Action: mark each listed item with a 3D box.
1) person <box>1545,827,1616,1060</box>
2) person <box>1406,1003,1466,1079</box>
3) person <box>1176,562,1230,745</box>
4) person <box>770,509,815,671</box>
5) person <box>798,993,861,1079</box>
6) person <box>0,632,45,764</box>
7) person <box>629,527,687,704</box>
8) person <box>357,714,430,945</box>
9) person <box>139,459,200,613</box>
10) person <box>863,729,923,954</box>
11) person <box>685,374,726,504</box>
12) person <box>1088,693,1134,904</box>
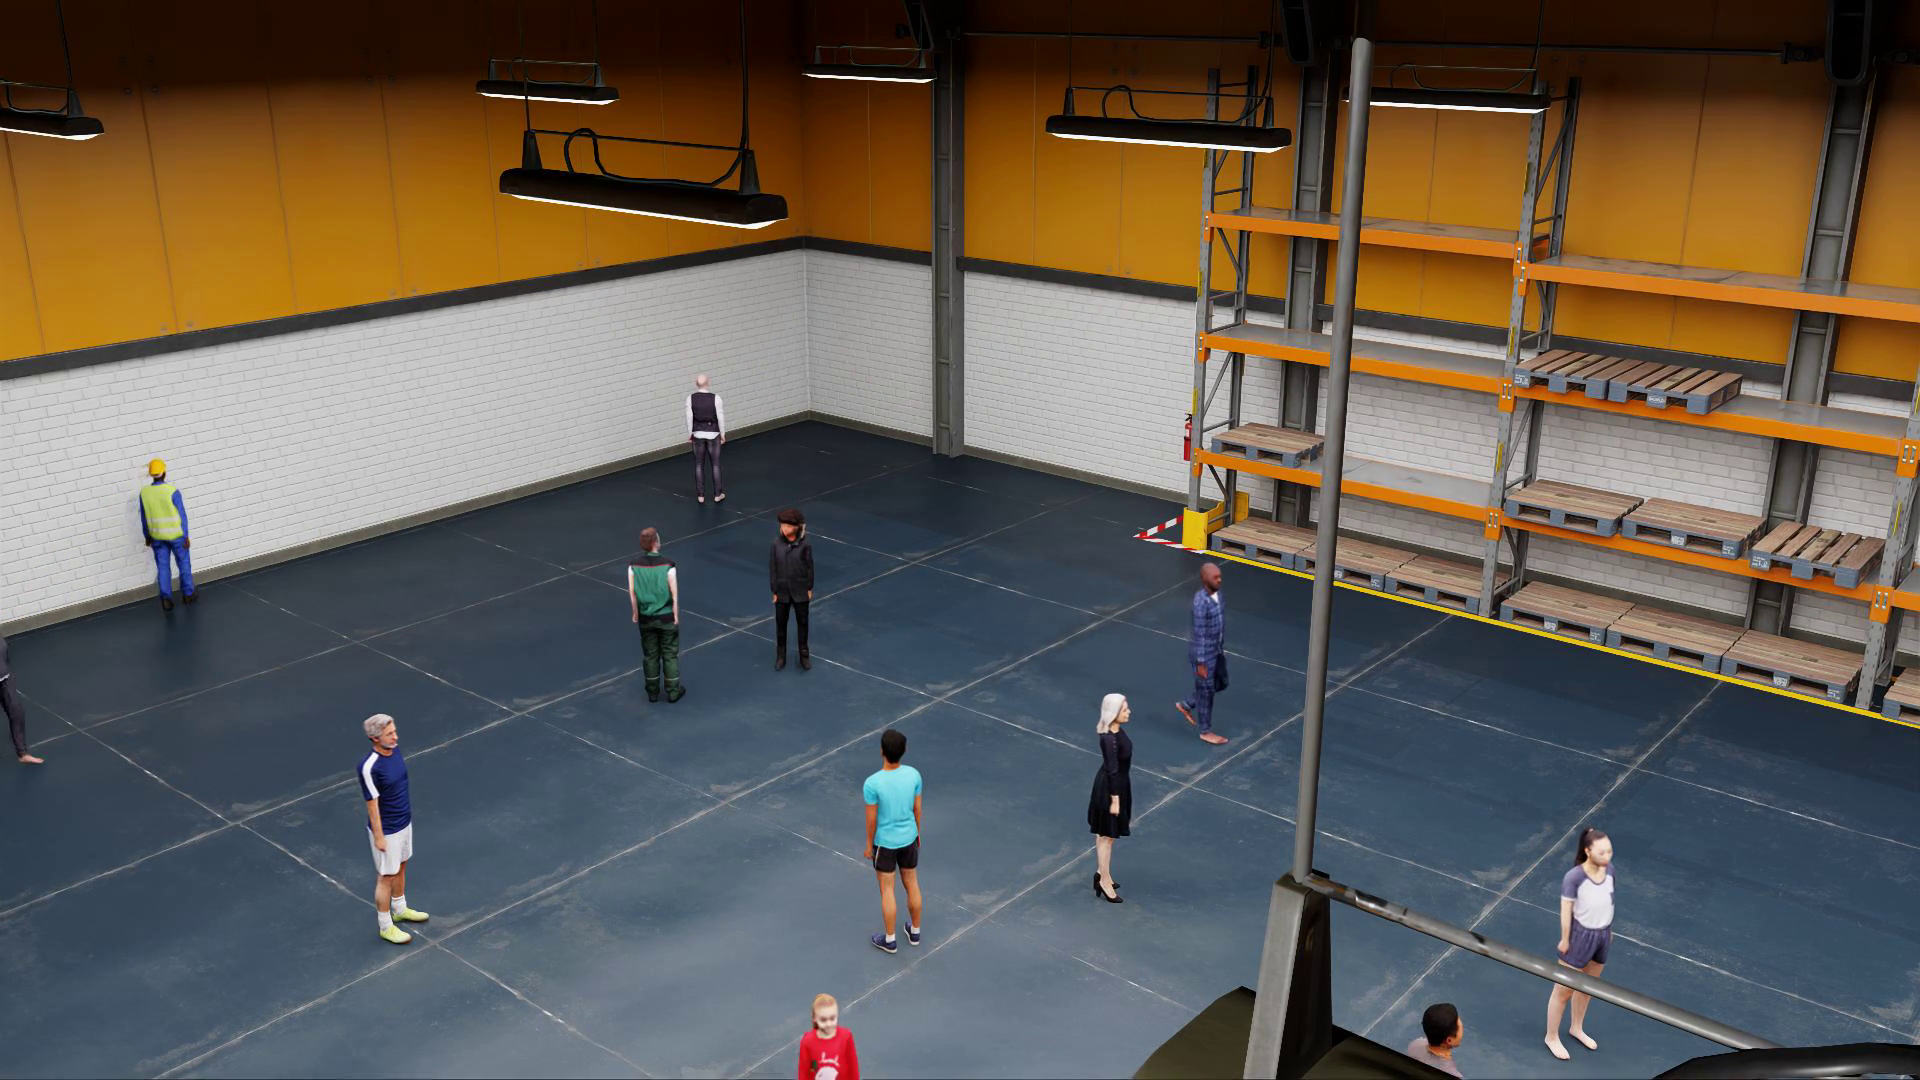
[{"bbox_3d":[4.218,2.712,11.273,0.667,1.650,0.658,-9,20,-24],"label":"person"},{"bbox_3d":[2.509,3.376,9.191,1.160,1.722,1.178,1,19,3],"label":"person"},{"bbox_3d":[2.311,1.053,15.955,0.873,1.807,0.740,11,22,30],"label":"person"},{"bbox_3d":[-1.785,0.500,17.641,0.719,1.778,0.783,-1,19,-4],"label":"person"},{"bbox_3d":[-0.813,3.315,10.111,0.772,1.249,0.952,-7,20,-21],"label":"person"},{"bbox_3d":[-9.046,1.304,15.381,1.145,1.697,0.973,3,19,10],"label":"person"},{"bbox_3d":[-3.058,0.756,16.783,0.705,1.841,0.795,1,19,4],"label":"person"},{"bbox_3d":[-4.337,2.150,12.650,0.723,1.837,0.715,2,19,7],"label":"person"},{"bbox_3d":[-9.181,-0.042,19.205,1.008,1.807,1.089,-3,19,-9],"label":"person"},{"bbox_3d":[-0.479,2.251,12.446,0.684,1.776,0.663,-9,21,-24],"label":"person"},{"bbox_3d":[-3.566,-1.429,23.300,0.763,1.822,0.830,-1,19,-3],"label":"person"},{"bbox_3d":[1.210,2.019,13.182,0.738,1.746,0.702,2,19,5],"label":"person"}]
